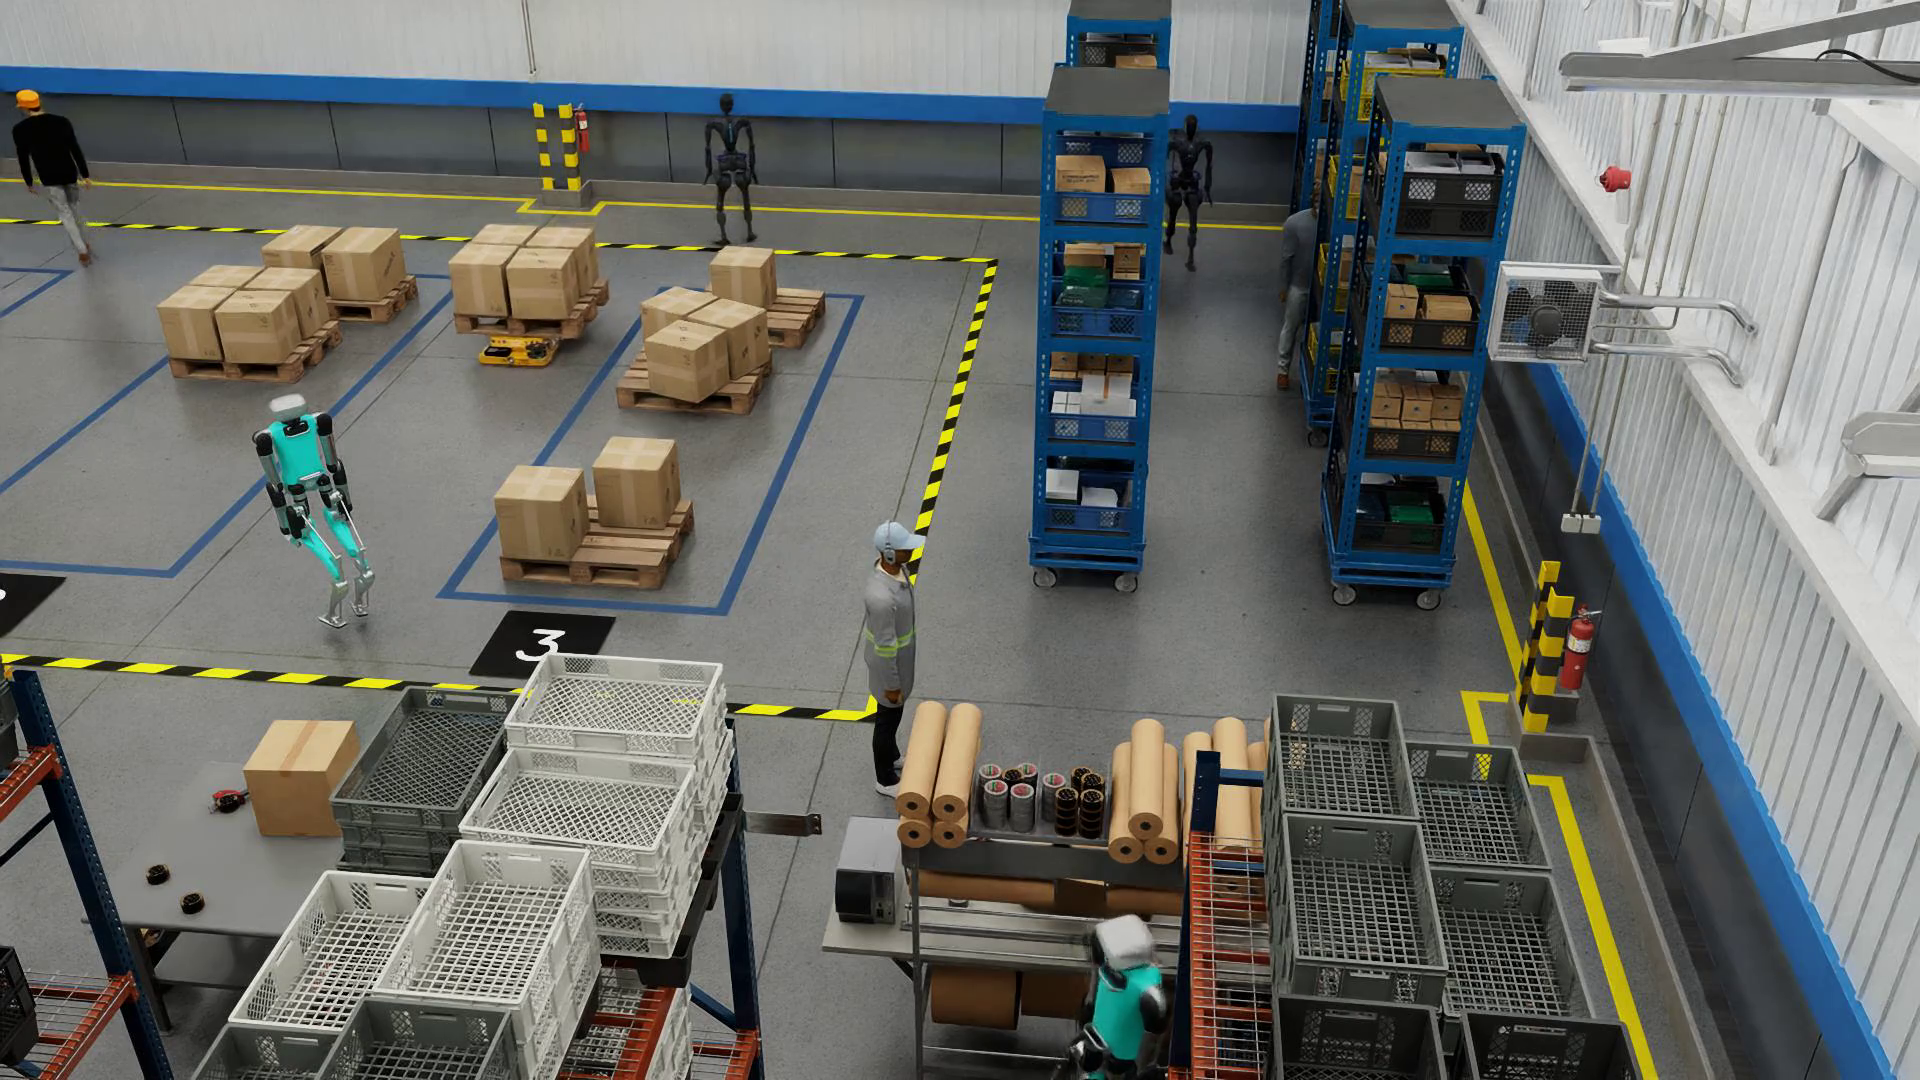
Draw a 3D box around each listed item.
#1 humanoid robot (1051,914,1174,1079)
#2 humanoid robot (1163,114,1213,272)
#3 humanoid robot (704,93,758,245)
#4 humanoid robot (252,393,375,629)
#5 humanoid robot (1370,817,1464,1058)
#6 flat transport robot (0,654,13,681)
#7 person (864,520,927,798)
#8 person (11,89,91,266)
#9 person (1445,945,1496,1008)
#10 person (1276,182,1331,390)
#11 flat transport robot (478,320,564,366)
[{"bbox_3d":[0.491,2.428,7.103,0.746,1.839,0.530,-13,33,-22],"label":"humanoid robot"},{"bbox_3d":[2.397,-3.748,17.760,0.610,1.627,0.778,-3,30,-5],"label":"humanoid robot"},{"bbox_3d":[-2.509,-4.057,18.238,0.593,1.639,0.394,-10,32,-16],"label":"humanoid robot"},{"bbox_3d":[-4.312,-0.139,11.319,0.533,1.677,0.735,-26,39,-37],"label":"humanoid robot"},{"bbox_3d":[2.200,1.993,7.893,0.589,1.642,0.733,15,33,24],"label":"humanoid robot"},{"bbox_3d":[-7.142,0.969,11.010,1.431,0.231,0.659,3,30,6],"label":"flat transport robot"},{"bbox_3d":[-0.379,0.704,9.891,0.374,1.852,0.588,2,30,3],"label":"person"},{"bbox_3d":[-9.665,-3.878,17.775,0.598,1.834,0.823,-25,39,-36],"label":"person"},{"bbox_3d":[1.993,2.243,7.175,0.689,1.928,0.654,20,36,30],"label":"person"},{"bbox_3d":[3.163,-2.280,14.931,0.627,1.940,0.379,-1,30,-1],"label":"person"},{"bbox_3d":[-4.140,-2.082,16.221,0.652,0.197,1.431,3,30,6],"label":"flat transport robot"}]
